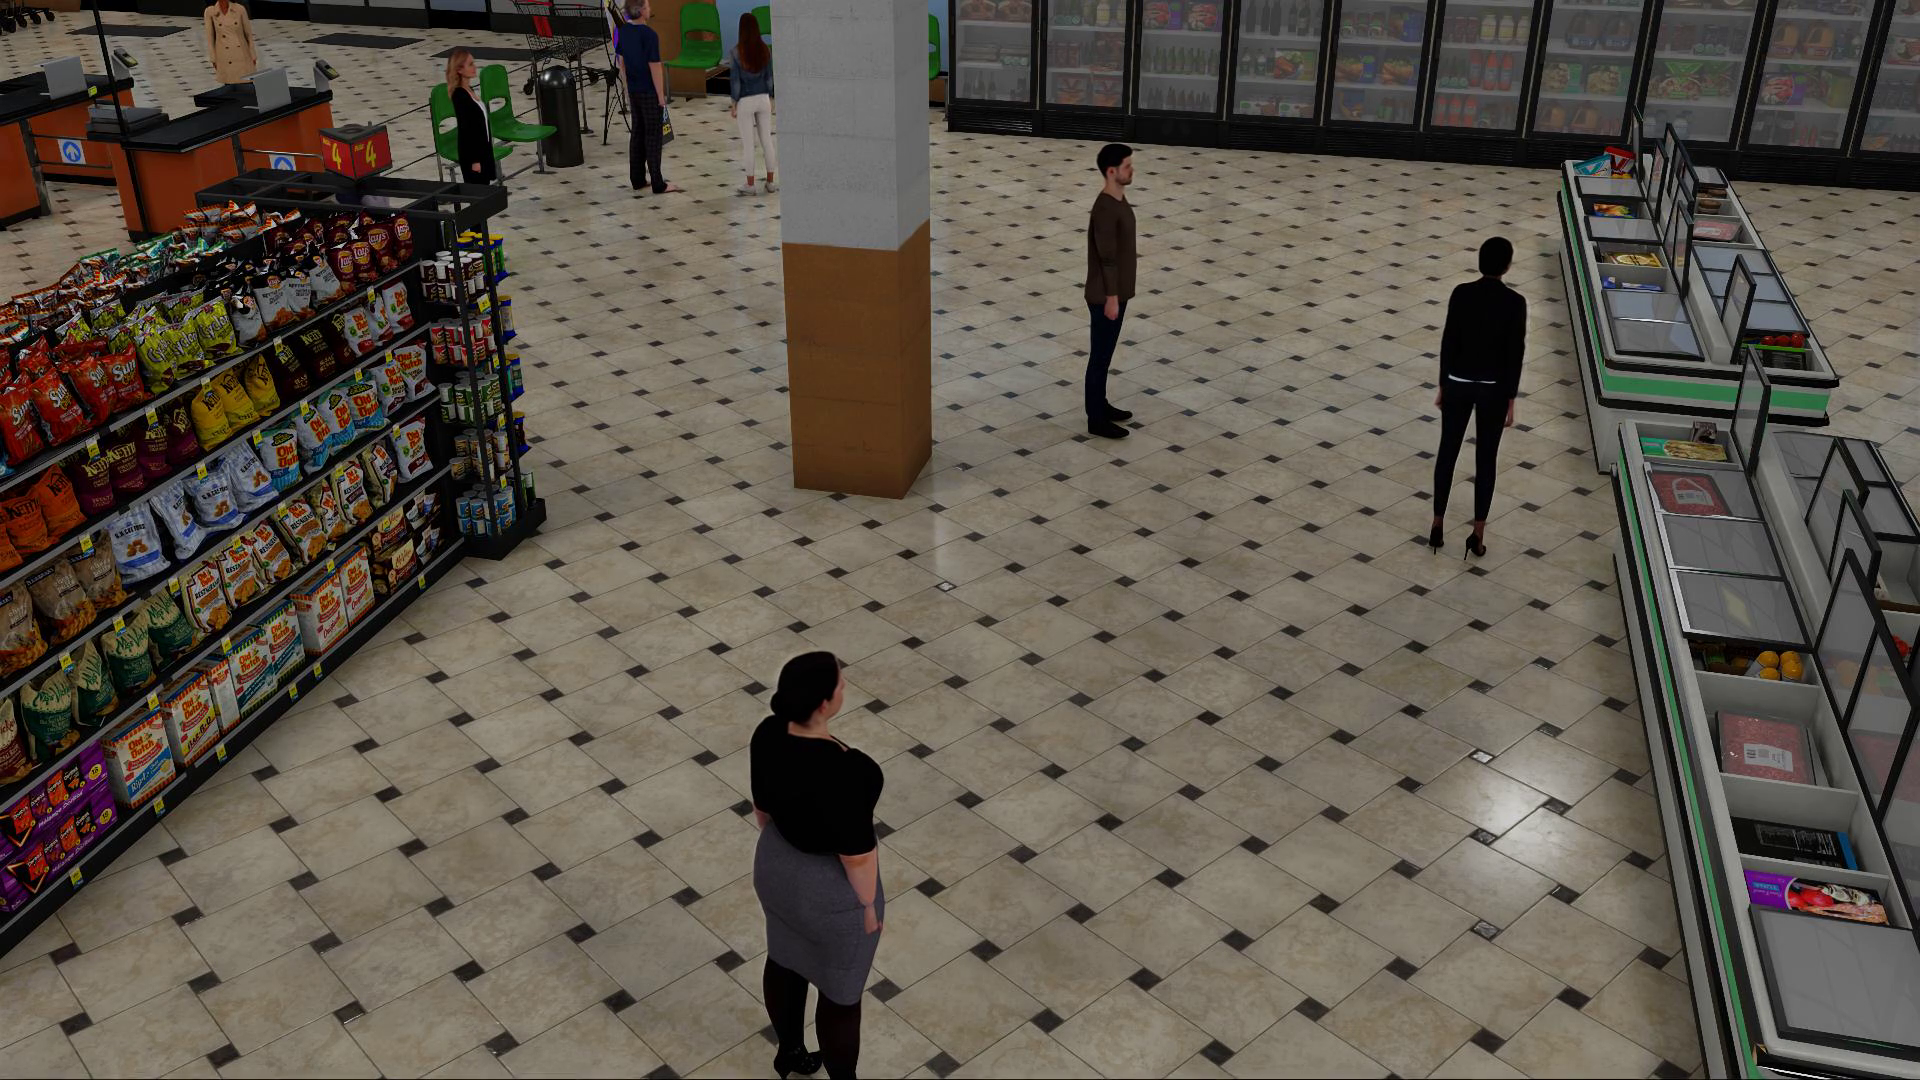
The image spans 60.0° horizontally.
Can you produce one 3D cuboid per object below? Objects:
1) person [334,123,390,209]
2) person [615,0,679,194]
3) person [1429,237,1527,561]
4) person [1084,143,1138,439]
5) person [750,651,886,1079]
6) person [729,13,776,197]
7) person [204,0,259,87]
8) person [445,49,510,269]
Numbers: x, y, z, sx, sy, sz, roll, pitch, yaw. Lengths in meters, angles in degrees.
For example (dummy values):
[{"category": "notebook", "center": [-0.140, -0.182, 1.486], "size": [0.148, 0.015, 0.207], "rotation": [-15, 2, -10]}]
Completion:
[{"category": "person", "center": [-4.053, -1.935, 11.389], "size": [0.814, 1.830, 0.621], "rotation": [-1, 27, -2]}, {"category": "person", "center": [-3.039, -4.300, 16.006], "size": [0.732, 1.871, 0.689], "rotation": [20, 33, 34]}, {"category": "person", "center": [2.809, -0.764, 9.074], "size": [0.649, 1.834, 0.621], "rotation": [17, 31, 30]}, {"category": "person", "center": [0.952, -1.604, 10.671], "size": [0.718, 1.888, 0.519], "rotation": [5, 27, 10]}, {"category": "person", "center": [-0.471, 1.135, 5.413], "size": [0.775, 1.759, 0.787], "rotation": [24, 36, 39]}, {"category": "person", "center": [-1.974, -4.173, 15.943], "size": [0.676, 1.703, 0.739], "rotation": [-15, 30, -27]}, {"category": "person", "center": [-7.874, -5.223, 18.036], "size": [0.709, 1.682, 0.734], "rotation": [-11, 29, -20]}, {"category": "person", "center": [-4.041, -3.154, 13.822], "size": [0.739, 1.802, 0.604], "rotation": [-4, 27, -7]}]
